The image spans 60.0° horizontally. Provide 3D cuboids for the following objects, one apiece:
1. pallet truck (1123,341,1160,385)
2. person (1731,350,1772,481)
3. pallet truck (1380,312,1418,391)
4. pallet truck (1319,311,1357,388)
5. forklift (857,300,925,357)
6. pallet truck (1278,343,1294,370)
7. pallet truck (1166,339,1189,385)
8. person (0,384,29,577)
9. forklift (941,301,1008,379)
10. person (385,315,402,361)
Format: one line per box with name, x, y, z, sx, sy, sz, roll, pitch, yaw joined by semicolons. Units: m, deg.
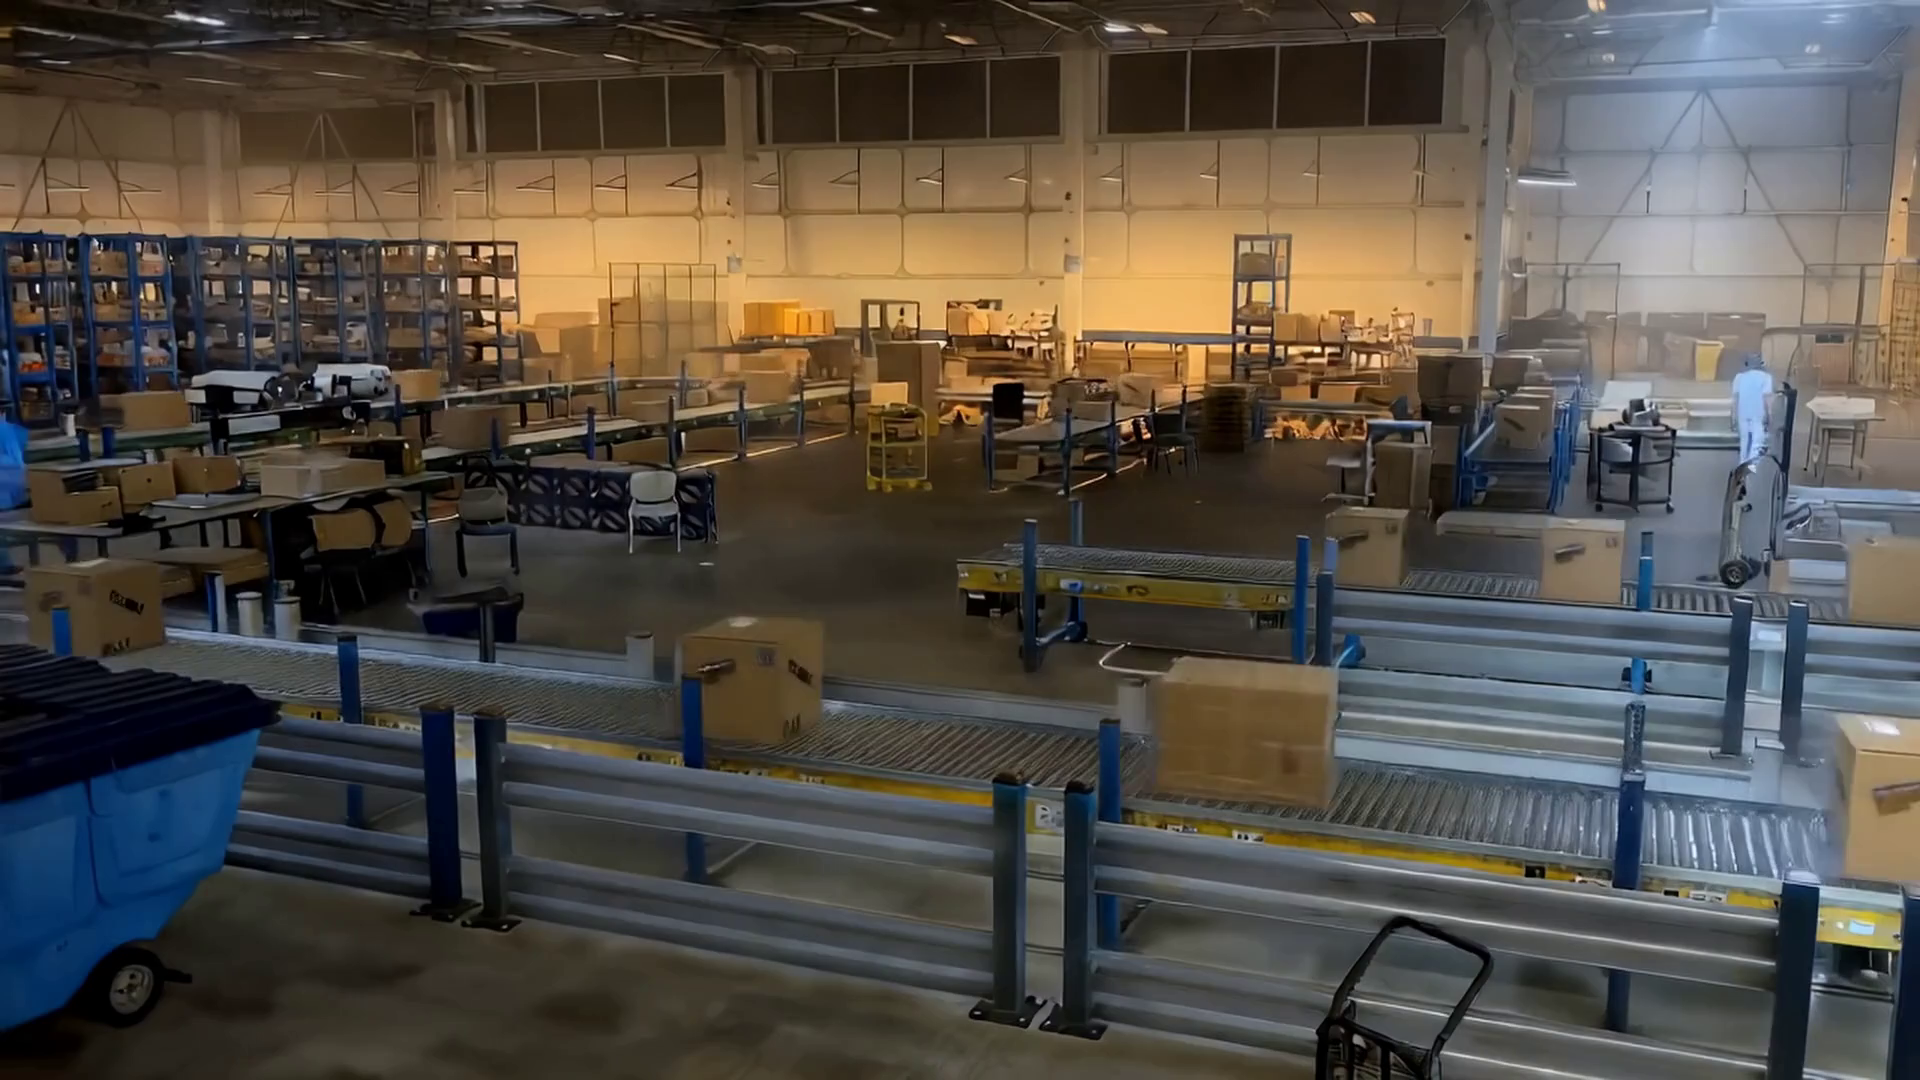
pallet truck;4.445;-4.380;41.279;0.680;1.201;1.601;4;10;22
person;11.153;-1.745;23.413;0.561;1.855;0.400;7;12;36
pallet truck;10.207;-4.283;38.369;0.823;1.965;1.885;3;10;20
pallet truck;9.071;-4.419;39.190;0.823;1.965;1.885;5;10;26
forklift;-1.732;-5.109;42.468;1.157;1.987;2.680;4;10;22
pallet truck;7.886;-4.163;39.743;0.653;1.274;1.630;4;10;22
pallet truck;5.418;-4.269;40.420;0.704;1.261;1.522;3;10;20
person;-9.380;-0.591;16.176;0.654;1.933;0.452;2;10;11
forklift;0.365;-4.966;41.571;1.157;1.987;2.680;3;10;20
person;-16.248;-5.838;47.797;0.623;1.992;0.396;5;11;30
